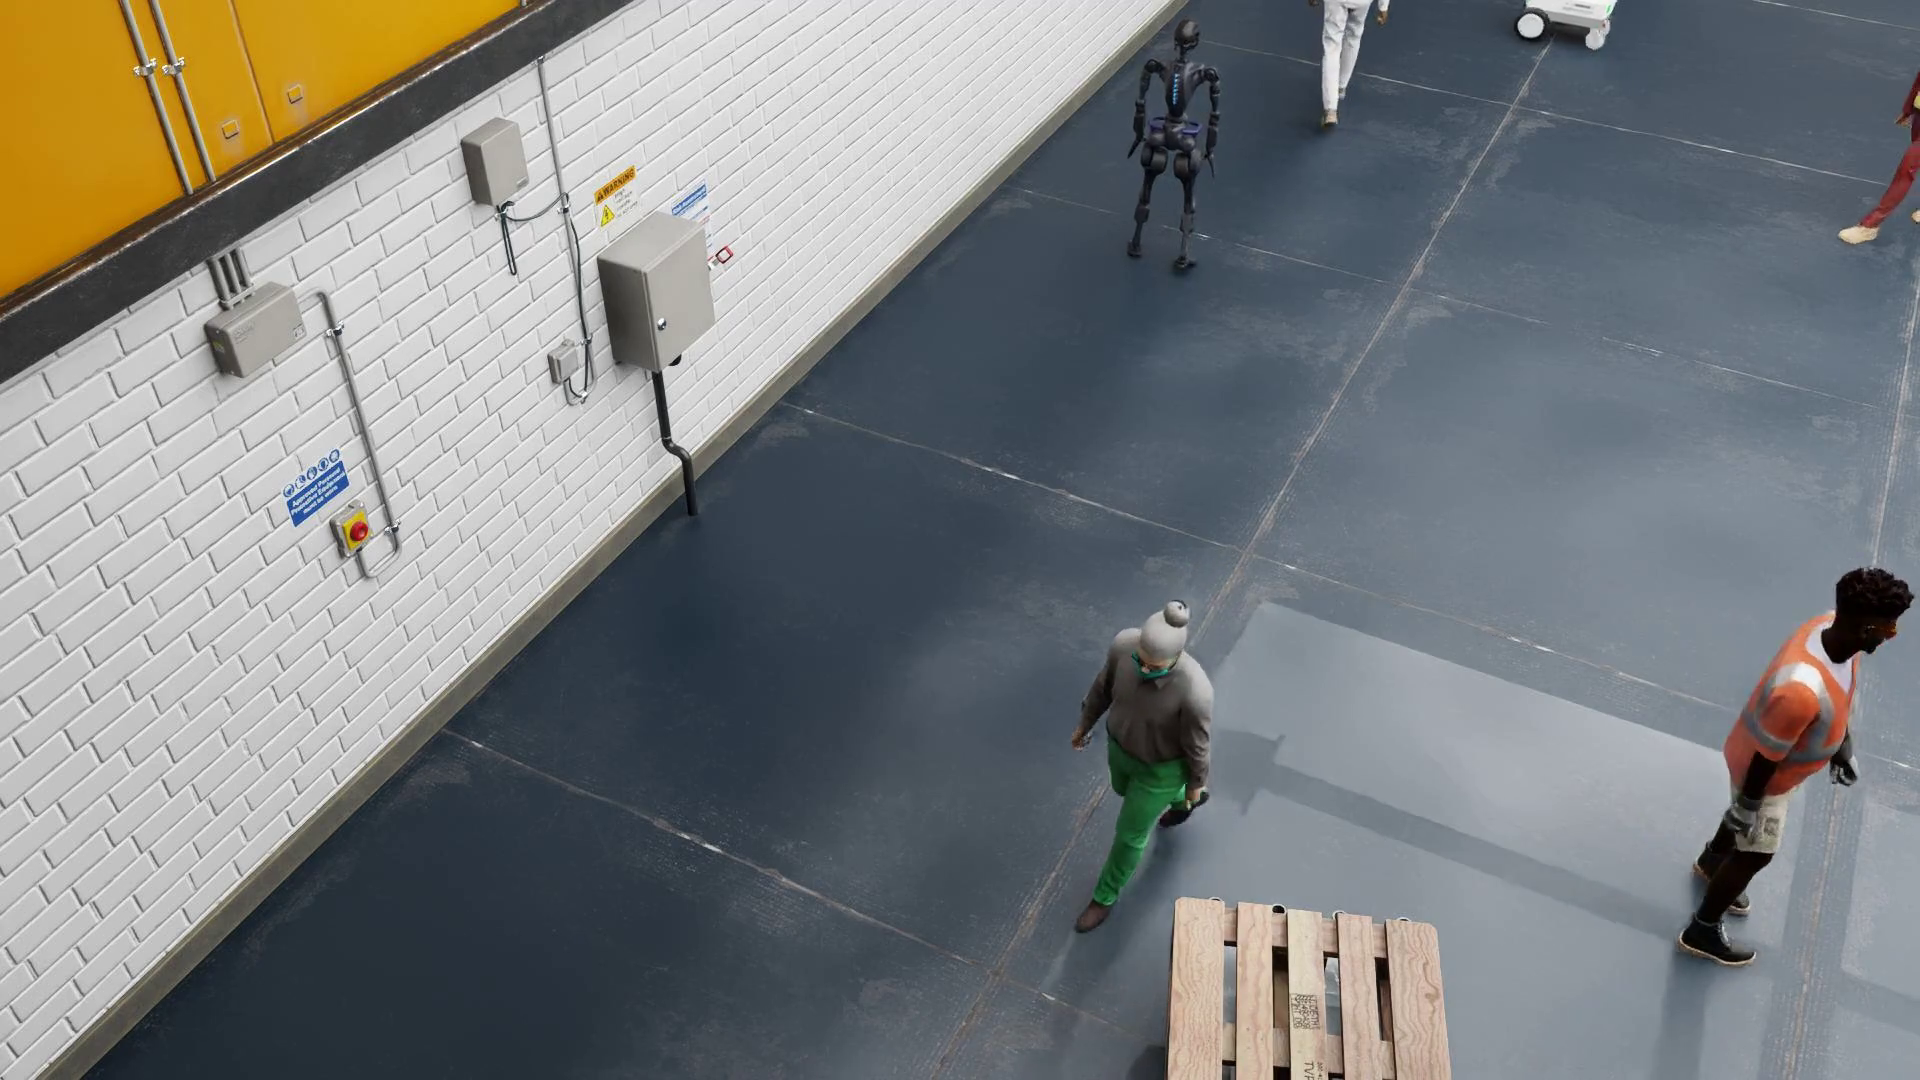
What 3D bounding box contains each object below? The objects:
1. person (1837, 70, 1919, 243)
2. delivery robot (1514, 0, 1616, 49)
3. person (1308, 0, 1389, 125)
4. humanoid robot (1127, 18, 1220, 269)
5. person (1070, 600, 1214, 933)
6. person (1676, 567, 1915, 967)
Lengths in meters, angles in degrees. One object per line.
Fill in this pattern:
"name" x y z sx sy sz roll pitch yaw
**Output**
"person" 6.475 -2.809 10.974 0.918 1.728 0.476 -11 42 -13
"delivery robot" 4.997 -4.409 13.741 0.793 0.608 0.499 18 44 19
"person" 2.887 -4.024 12.304 0.573 1.849 0.927 1 41 1
"humanoid robot" 1.355 -2.533 10.701 0.602 1.638 0.409 13 43 15
"person" 0.799 0.795 6.732 0.797 1.816 0.575 -28 48 -29
"person" 3.246 0.882 6.539 0.461 1.942 0.630 24 46 25
